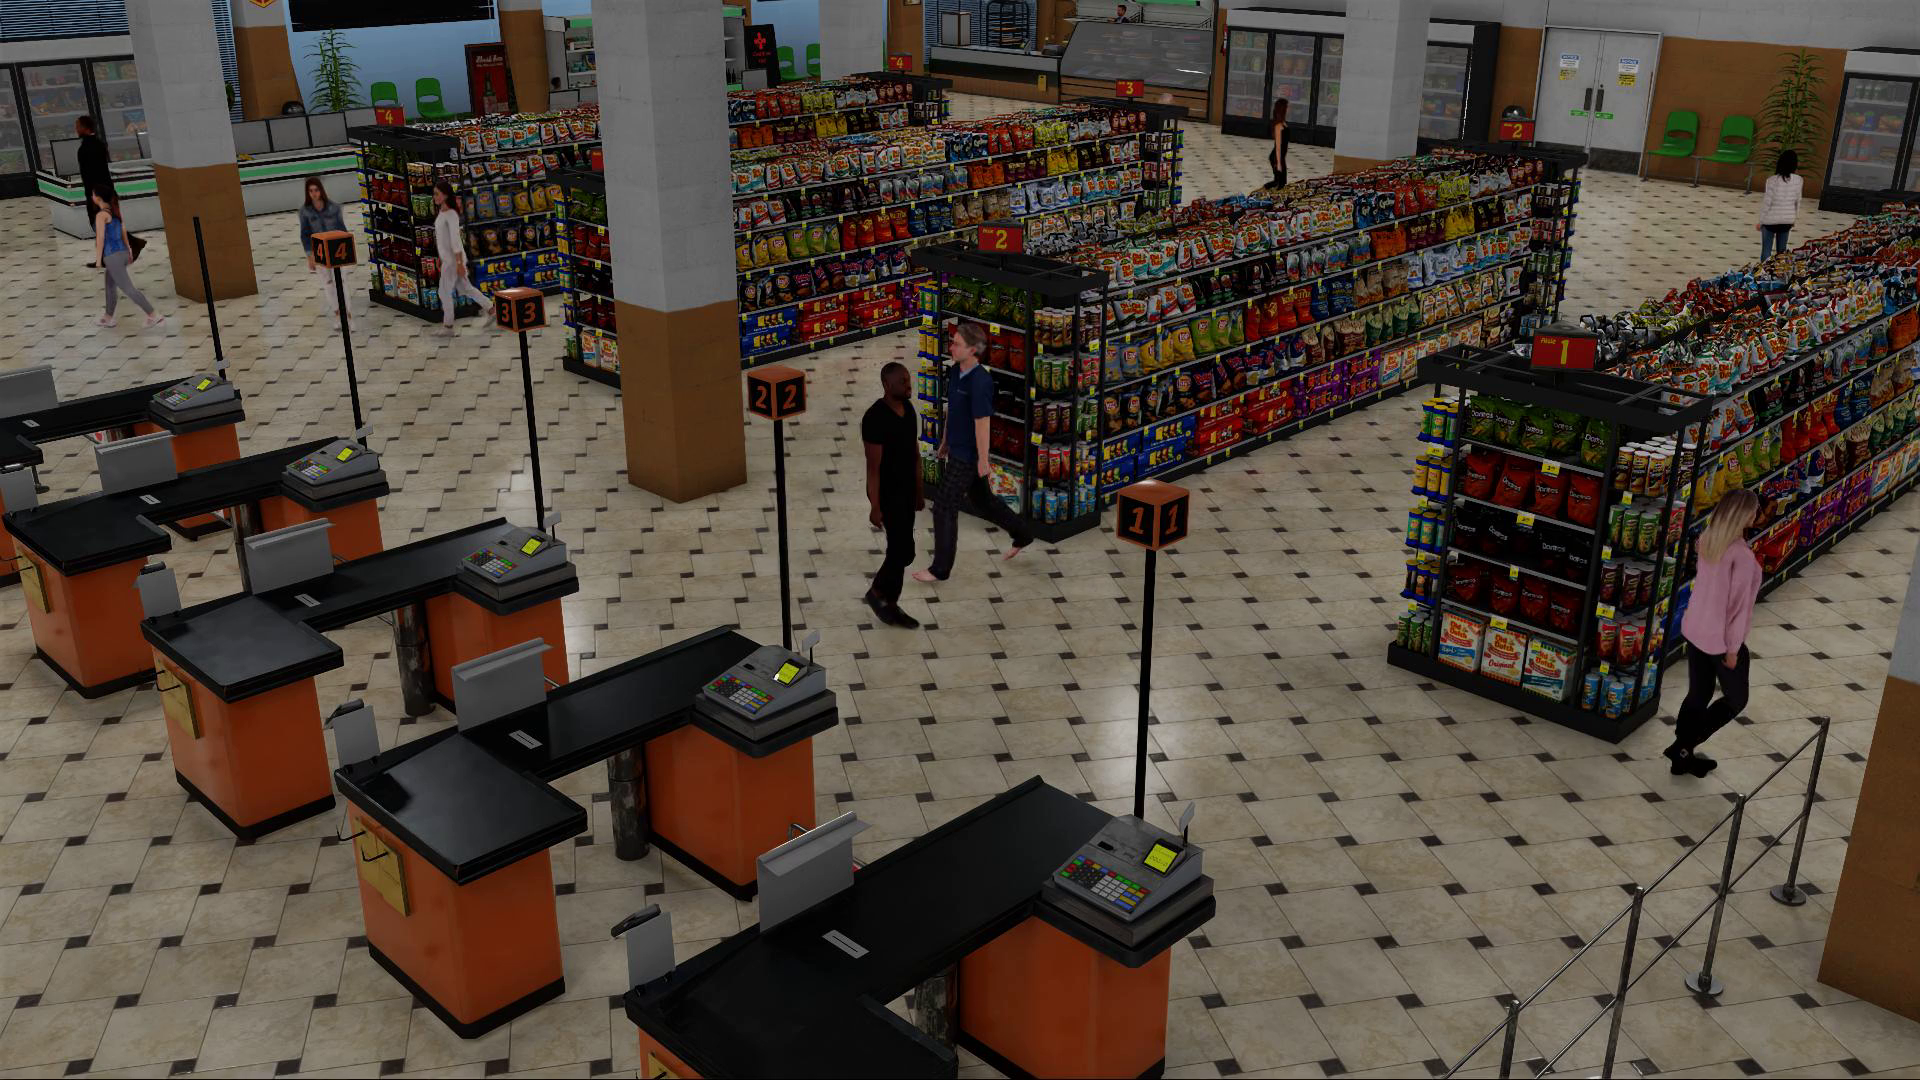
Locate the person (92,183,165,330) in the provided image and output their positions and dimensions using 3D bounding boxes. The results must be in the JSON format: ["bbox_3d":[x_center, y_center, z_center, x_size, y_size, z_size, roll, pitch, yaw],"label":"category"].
[{"bbox_3d":[-9.078,-3.031,18.021,1.077,1.572,1.054,1,22,3],"label":"person"}]

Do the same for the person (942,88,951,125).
[{"bbox_3d":[-0.319,-8.000,31.141,0.589,1.010,0.624,-5,22,-12],"label":"person"}]

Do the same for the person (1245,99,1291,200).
[{"bbox_3d":[4.484,-5.424,23.796,0.967,1.707,1.026,5,23,13],"label":"person"}]

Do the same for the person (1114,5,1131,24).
[{"bbox_3d":[3.719,-11.424,38.513,0.613,1.868,0.569,20,30,41],"label":"person"}]

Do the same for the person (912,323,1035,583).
[{"bbox_3d":[0.139,-0.608,11.644,1.273,1.832,1.059,-5,22,-13],"label":"person"}]

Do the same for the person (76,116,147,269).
[{"bbox_3d":[-10.704,-4.333,20.838,1.116,1.888,0.957,-8,23,-19],"label":"person"}]

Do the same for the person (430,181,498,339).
[{"bbox_3d":[-5.378,-3.014,17.862,1.120,1.660,0.830,-9,24,-22],"label":"person"}]

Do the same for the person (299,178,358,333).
[{"bbox_3d":[-6.862,-3.109,18.074,0.835,1.677,0.878,-6,23,-15],"label":"person"}]

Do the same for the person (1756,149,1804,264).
[{"bbox_3d":[9.839,-3.865,20.012,0.696,1.636,0.767,-1,22,-3],"label":"person"}]

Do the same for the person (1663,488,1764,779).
[{"bbox_3d":[4.011,0.531,9.018,0.792,1.674,0.747,-2,22,-6],"label":"person"}]

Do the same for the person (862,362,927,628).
[{"bbox_3d":[-0.508,-0.292,10.881,0.816,1.813,0.703,12,25,28],"label":"person"}]
